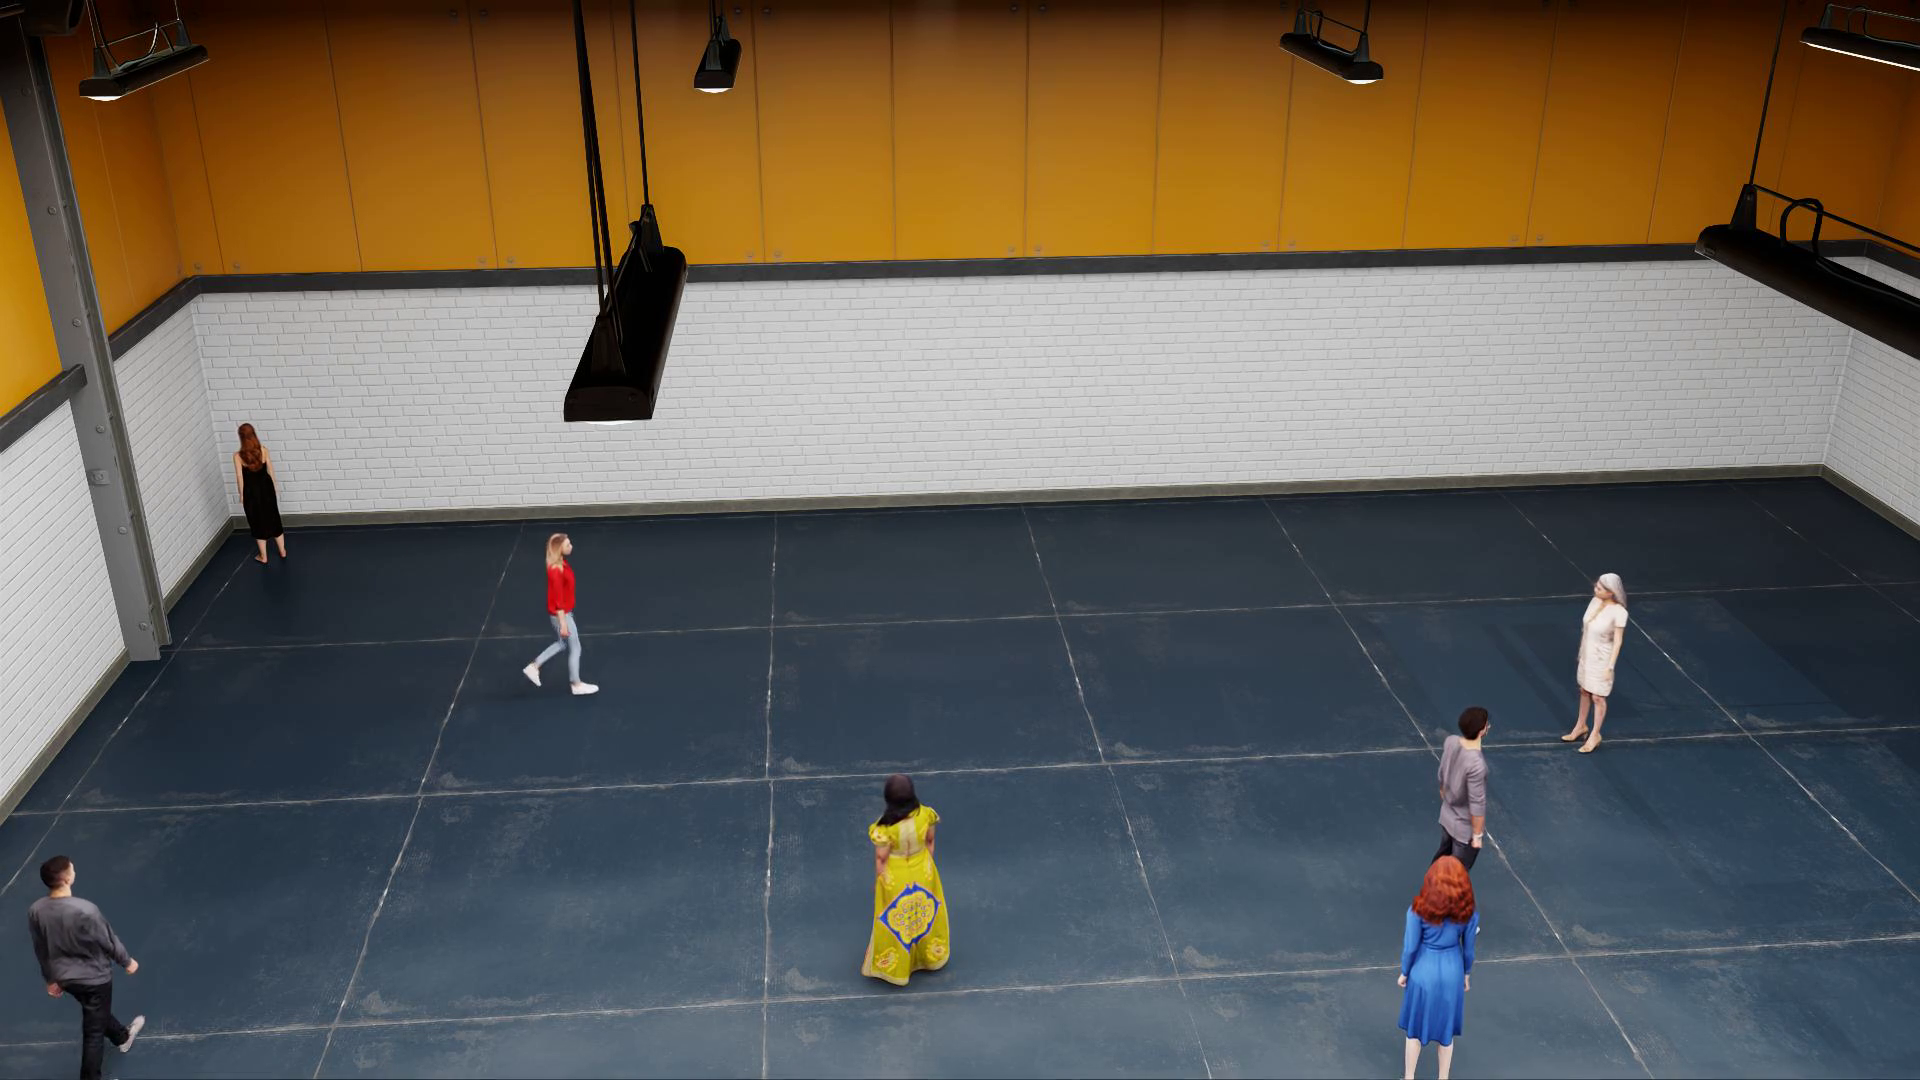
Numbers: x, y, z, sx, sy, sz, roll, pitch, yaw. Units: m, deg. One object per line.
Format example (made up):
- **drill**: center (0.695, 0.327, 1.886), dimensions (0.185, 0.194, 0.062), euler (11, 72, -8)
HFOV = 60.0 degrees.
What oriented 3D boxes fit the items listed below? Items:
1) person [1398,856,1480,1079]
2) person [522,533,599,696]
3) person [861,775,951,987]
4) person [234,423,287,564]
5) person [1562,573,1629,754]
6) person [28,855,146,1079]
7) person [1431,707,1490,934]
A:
- **person**: center (3.037, 2.834, 10.652), dimensions (0.653, 1.824, 0.636), euler (3, 24, 6)
- **person**: center (-3.821, 0.716, 15.666), dimensions (0.757, 1.688, 0.886), euler (-5, 24, -12)
- **person**: center (-0.392, 2.401, 11.848), dimensions (0.976, 1.659, 0.956), euler (-12, 26, -26)
- **person**: center (-7.844, -0.532, 18.598), dimensions (0.675, 1.626, 0.717), euler (-18, 30, -36)
- **person**: center (5.675, 1.074, 14.785), dimensions (0.704, 1.737, 0.558), euler (-7, 25, -15)
- **person**: center (-5.677, 2.872, 10.686), dimensions (0.797, 1.726, 1.088), euler (4, 24, 10)
- **person**: center (3.728, 2.060, 12.383), dimensions (0.764, 1.855, 0.515), euler (-5, 24, -11)
